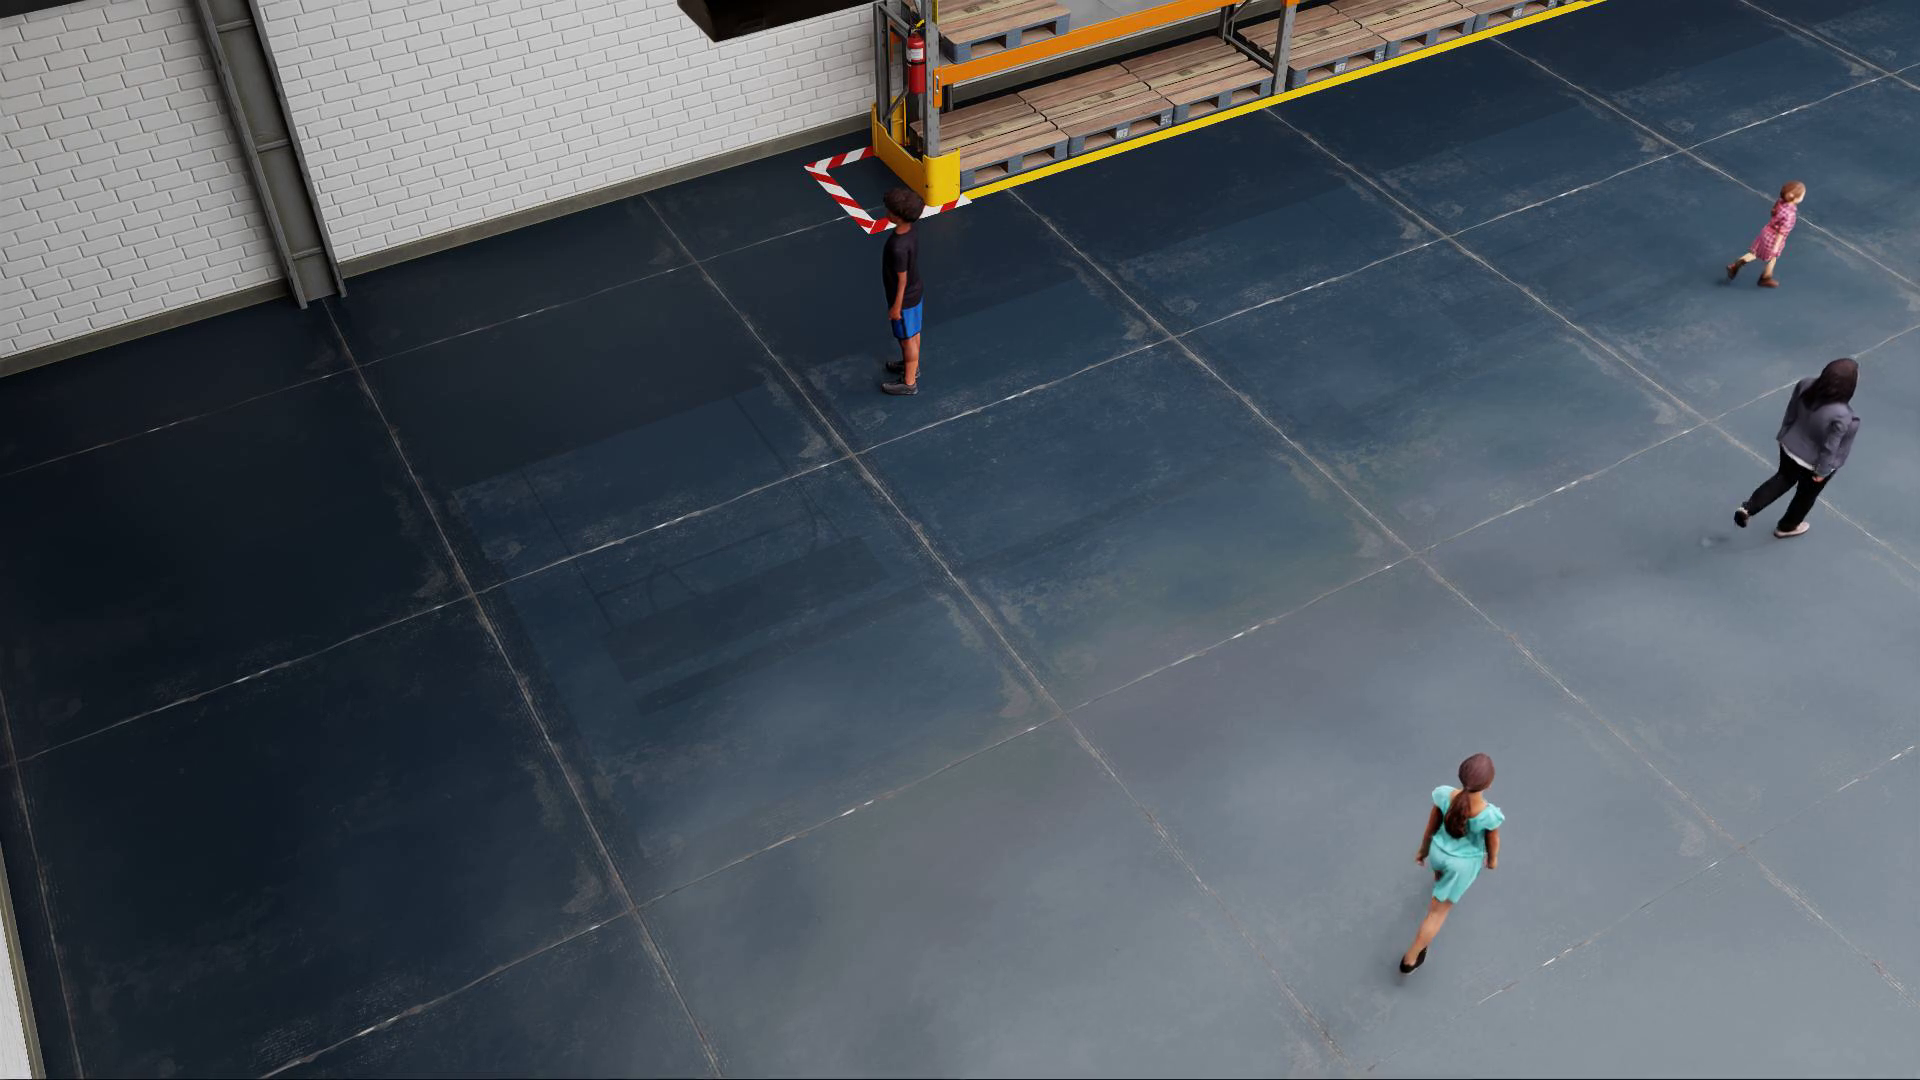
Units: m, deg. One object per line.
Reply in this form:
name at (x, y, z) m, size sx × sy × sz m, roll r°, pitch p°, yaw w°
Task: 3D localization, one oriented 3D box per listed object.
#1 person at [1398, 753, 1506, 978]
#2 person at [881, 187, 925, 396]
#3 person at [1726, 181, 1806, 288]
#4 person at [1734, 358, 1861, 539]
person at (2.671, 1.786, 9.090) m, size 0.784 × 1.522 × 1.130 m, roll 32°, pitch 52°, yaw 29°
person at (-0.422, -1.912, 12.771) m, size 0.751 × 1.799 × 0.707 m, roll 5°, pitch 44°, yaw 5°
person at (6.823, -2.572, 14.035) m, size 0.759 × 1.011 × 0.631 m, roll 1°, pitch 44°, yaw 1°
person at (5.845, -0.606, 11.558) m, size 0.904 × 1.581 × 0.769 m, roll -12°, pitch 45°, yaw -12°
